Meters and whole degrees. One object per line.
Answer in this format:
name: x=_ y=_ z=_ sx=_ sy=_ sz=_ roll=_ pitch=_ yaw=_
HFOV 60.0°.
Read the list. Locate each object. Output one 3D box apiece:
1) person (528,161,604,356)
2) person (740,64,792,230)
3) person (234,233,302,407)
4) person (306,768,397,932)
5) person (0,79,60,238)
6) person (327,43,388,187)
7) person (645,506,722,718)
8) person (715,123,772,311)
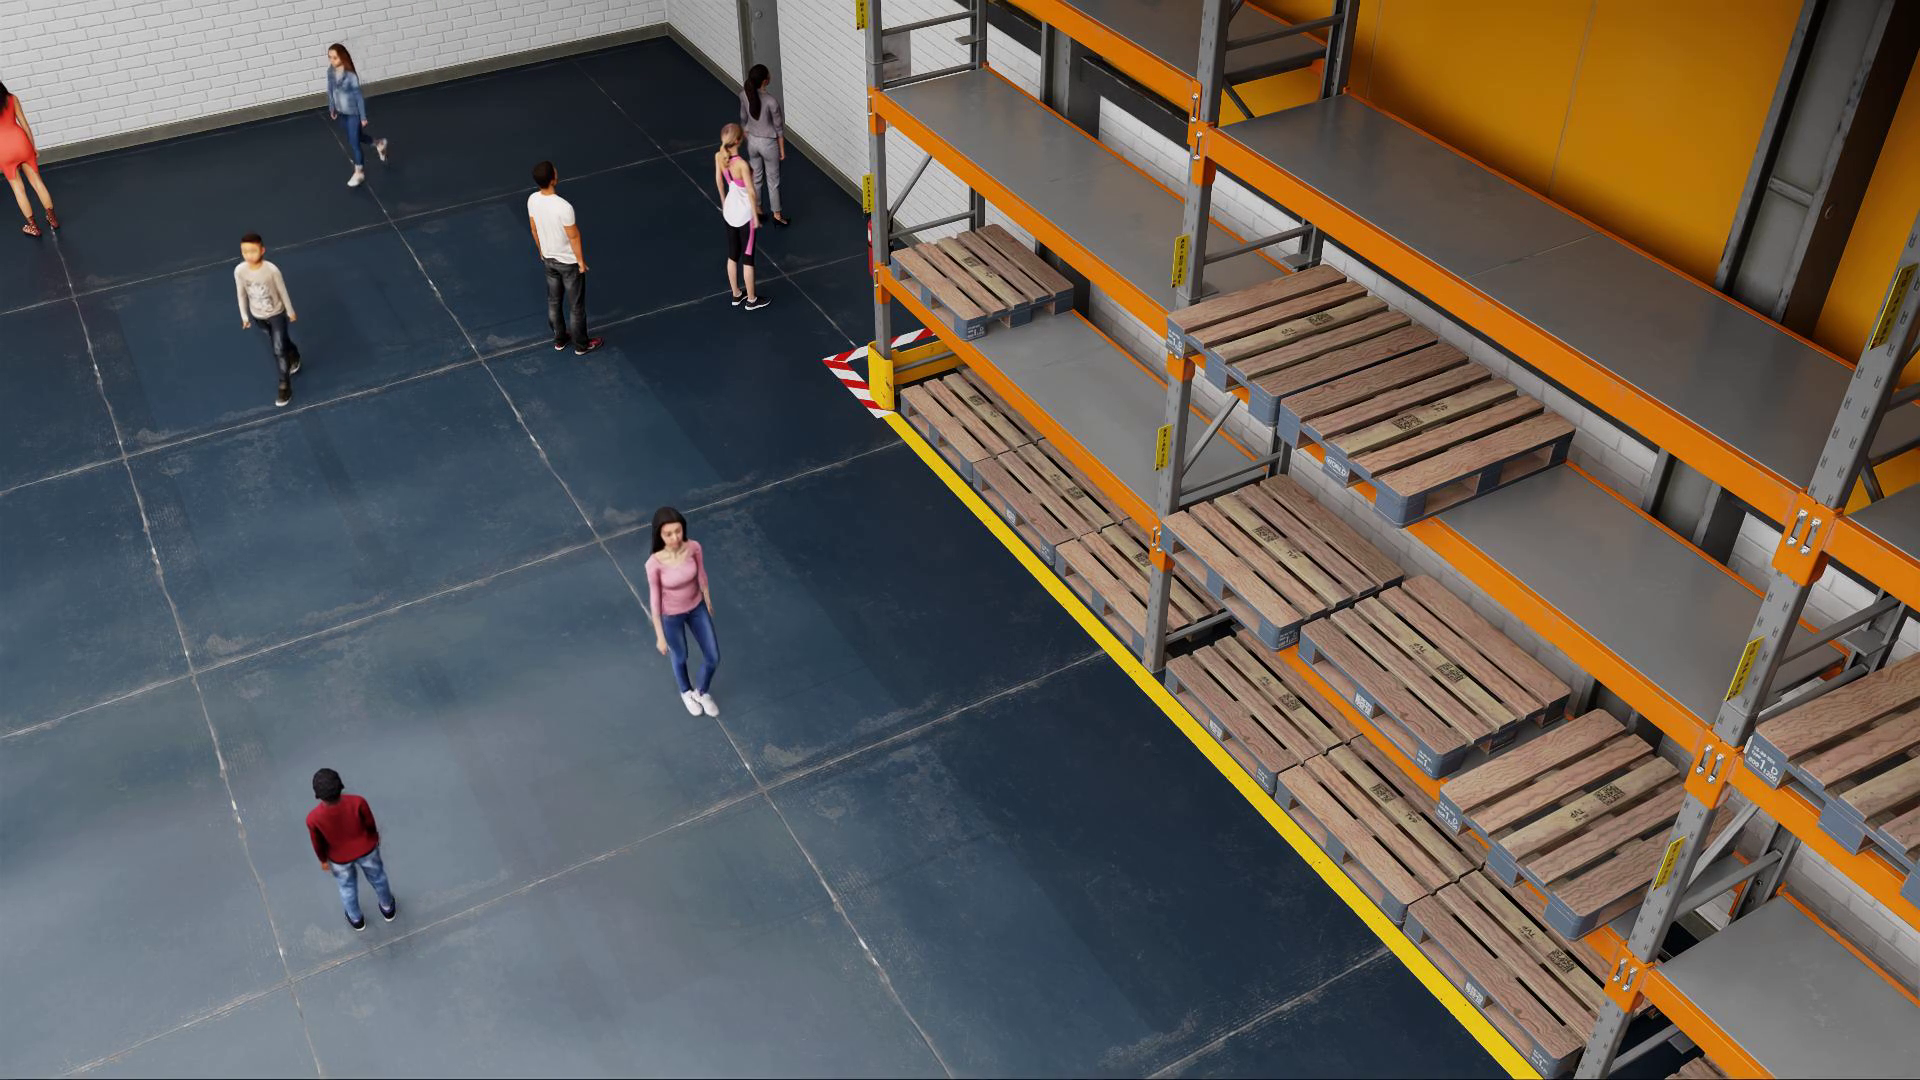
person: x=-3.477 y=-2.450 z=14.452 sx=0.663 sy=1.804 sz=0.773 roll=17 pitch=42 yaw=21
person: x=-1.923 y=-3.854 z=16.311 sx=0.693 sy=1.678 sz=0.786 roll=19 pitch=42 yaw=22
person: x=-5.846 y=-1.956 z=14.130 sx=0.890 sy=1.433 sz=1.081 roll=0 pitch=39 yaw=0
person: x=-3.503 y=1.780 z=9.595 sx=0.506 sy=1.255 sz=0.483 roll=-18 pitch=42 yaw=-21
person: x=-9.210 y=-3.784 z=16.189 sx=0.639 sy=1.719 sz=0.656 roll=27 pitch=46 yaw=29
person: x=-6.264 y=-4.449 z=17.231 sx=0.929 sy=1.460 sz=0.902 roll=20 pitch=43 yaw=23
person: x=-1.851 y=0.441 z=10.890 sx=0.626 sy=1.732 sz=0.649 roll=-23 pitch=44 yaw=-26
person: x=-2.006 y=-2.926 z=15.061 sx=0.571 sy=1.787 sz=0.728 roll=28 pitch=47 yaw=31
